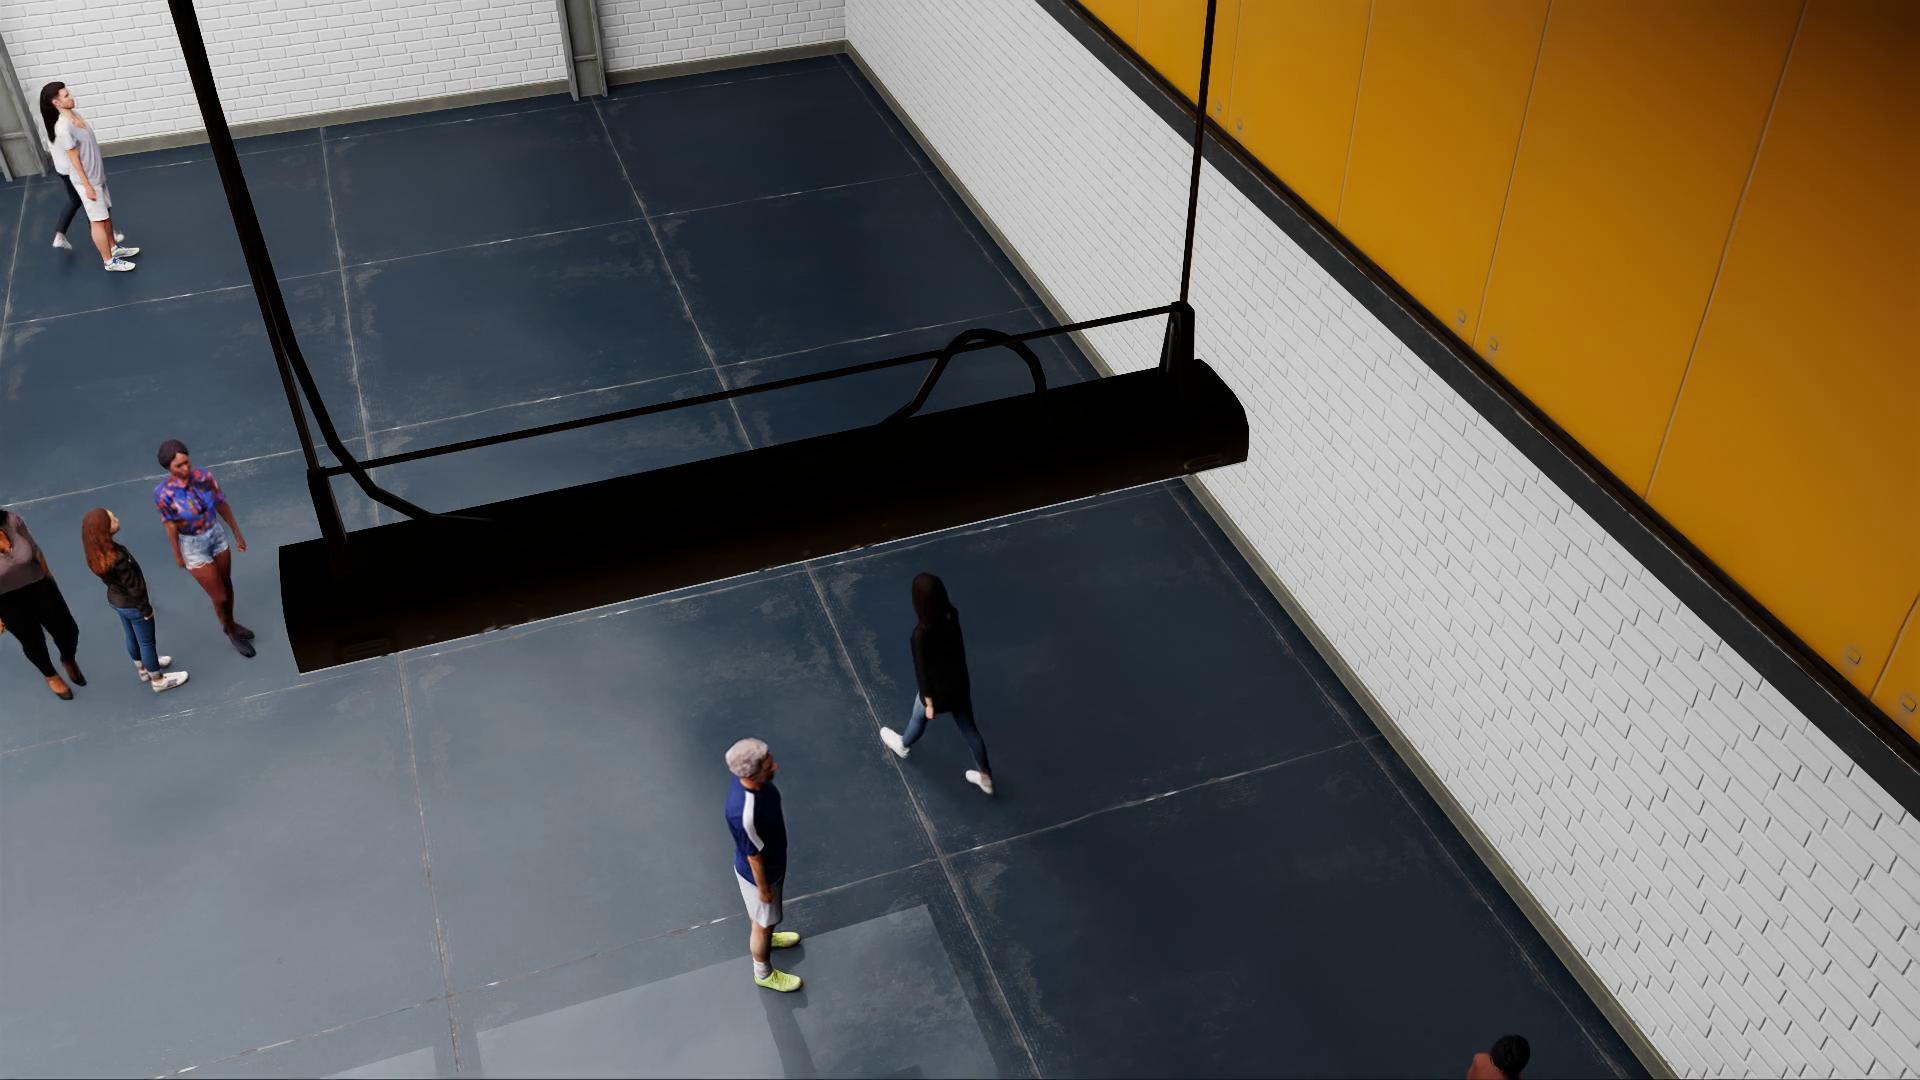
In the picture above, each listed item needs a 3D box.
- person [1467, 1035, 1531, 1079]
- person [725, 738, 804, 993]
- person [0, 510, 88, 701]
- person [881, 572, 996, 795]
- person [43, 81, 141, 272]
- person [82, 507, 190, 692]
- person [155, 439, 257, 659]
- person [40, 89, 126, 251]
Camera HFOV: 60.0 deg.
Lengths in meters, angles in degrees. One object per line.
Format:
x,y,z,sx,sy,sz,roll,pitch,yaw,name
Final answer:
2.628,2.869,8.258,0.526,1.254,0.562,-22,44,-25,person
-1.102,1.762,9.175,0.638,1.839,0.685,-4,39,-5,person
-6.244,0.352,10.959,0.860,1.816,0.760,26,45,29,person
-0.051,0.953,10.392,0.995,1.585,1.120,29,47,31,person
-8.221,-3.435,15.670,0.582,1.855,0.702,-9,40,-11,person
-5.600,0.394,11.174,0.633,1.482,0.663,24,45,27,person
-5.248,0.021,11.442,0.823,1.731,0.765,23,44,26,person
-8.554,-3.514,15.912,0.880,1.677,0.991,24,44,27,person
